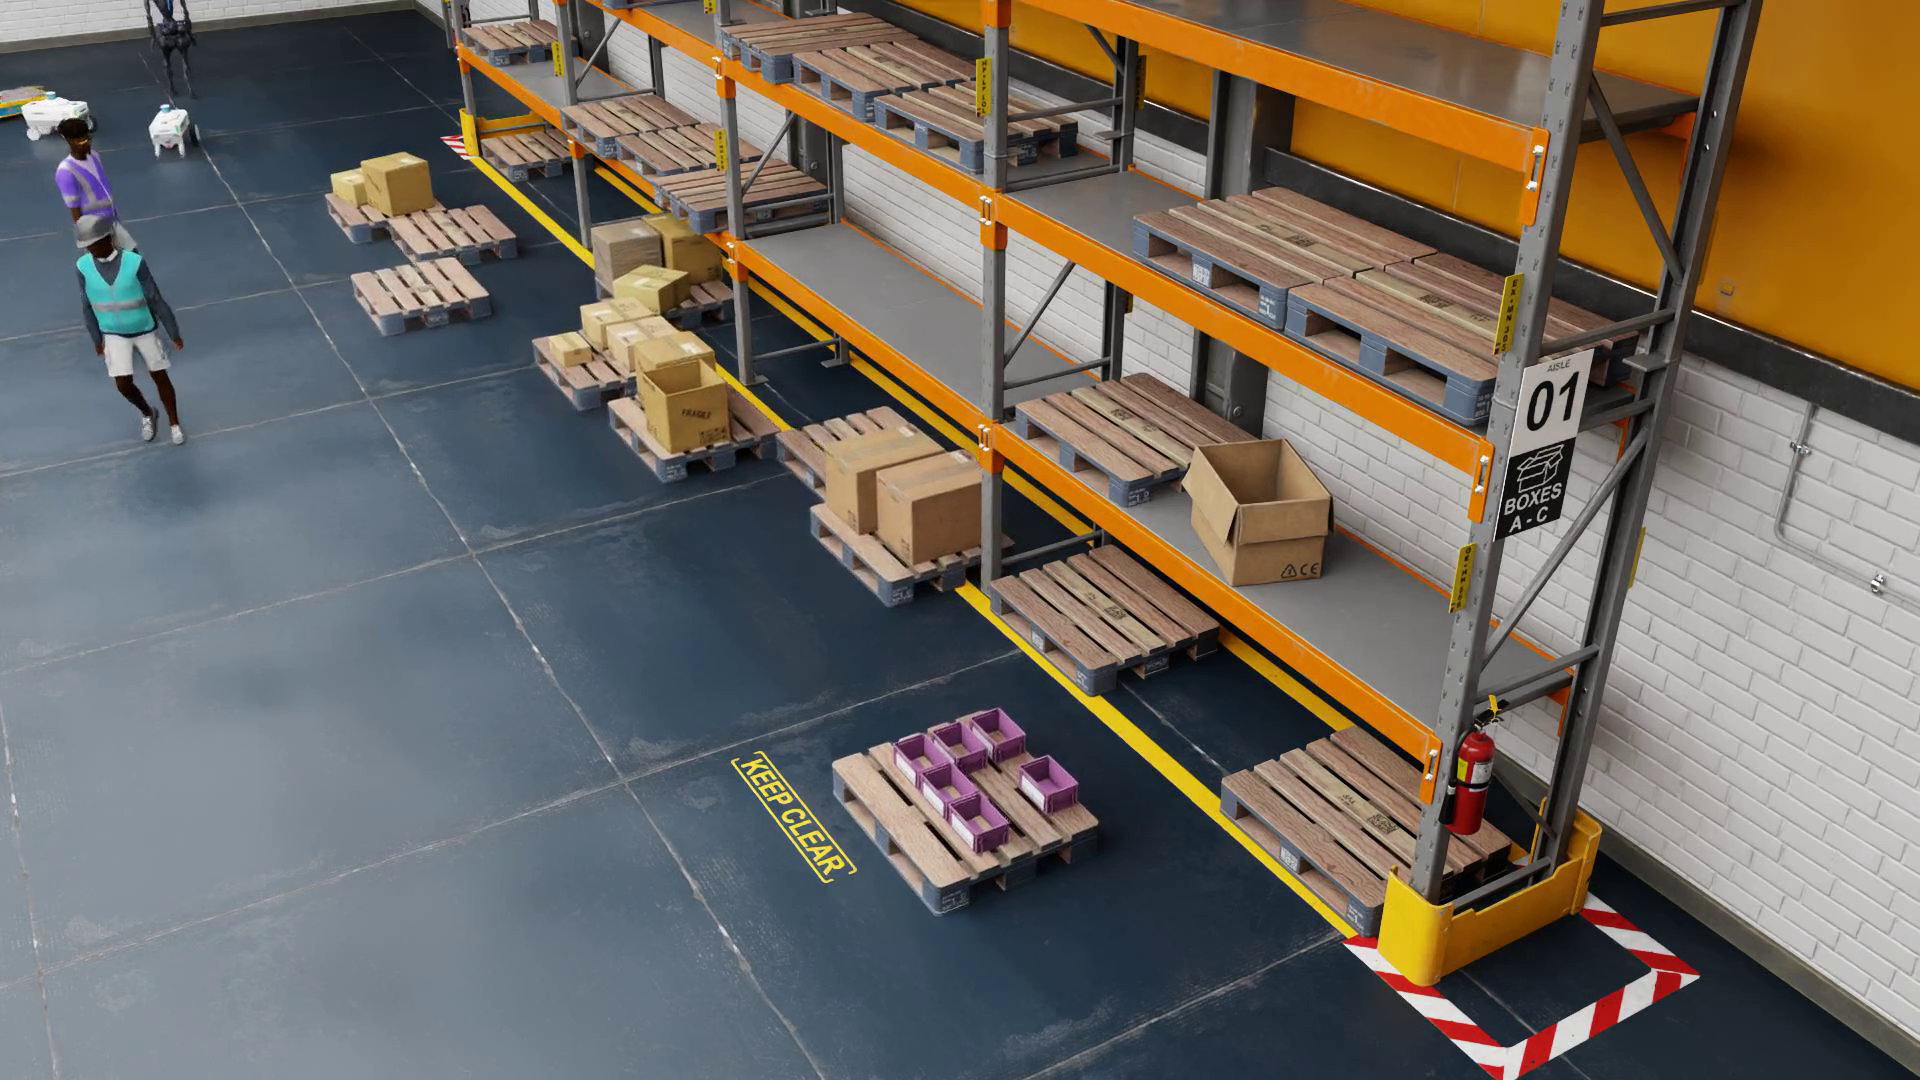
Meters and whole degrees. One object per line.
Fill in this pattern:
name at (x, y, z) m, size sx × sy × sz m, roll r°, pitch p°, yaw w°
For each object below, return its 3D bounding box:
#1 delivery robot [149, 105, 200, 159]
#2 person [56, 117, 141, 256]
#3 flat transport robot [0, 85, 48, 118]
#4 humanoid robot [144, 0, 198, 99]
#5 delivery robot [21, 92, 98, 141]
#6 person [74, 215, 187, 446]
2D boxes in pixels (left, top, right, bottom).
delivery robot at (-9.528, -4.949, 20.095) m, size 0.499 × 0.612 × 0.805 m, roll -7°, pitch 30°, yaw -12°
person at (-7.730, -2.839, 14.937) m, size 0.462 × 1.948 × 0.635 m, roll 1°, pitch 30°, yaw 2°
flat transport robot at (-12.441, -5.600, 21.519) m, size 0.659 × 0.231 × 1.431 m, roll 21°, pitch 36°, yaw 32°
humanoid robot at (-10.467, -6.705, 22.055) m, size 0.609 × 1.635 × 0.495 m, roll -26°, pitch 39°, yaw -38°
delivery robot at (-11.163, -5.234, 20.594) m, size 0.807 × 0.606 × 0.499 m, roll 1°, pitch 30°, yaw 1°
person at (-6.353, -1.608, 12.813) m, size 0.668 × 1.913 × 0.483 m, roll -9°, pitch 31°, yaw -16°
